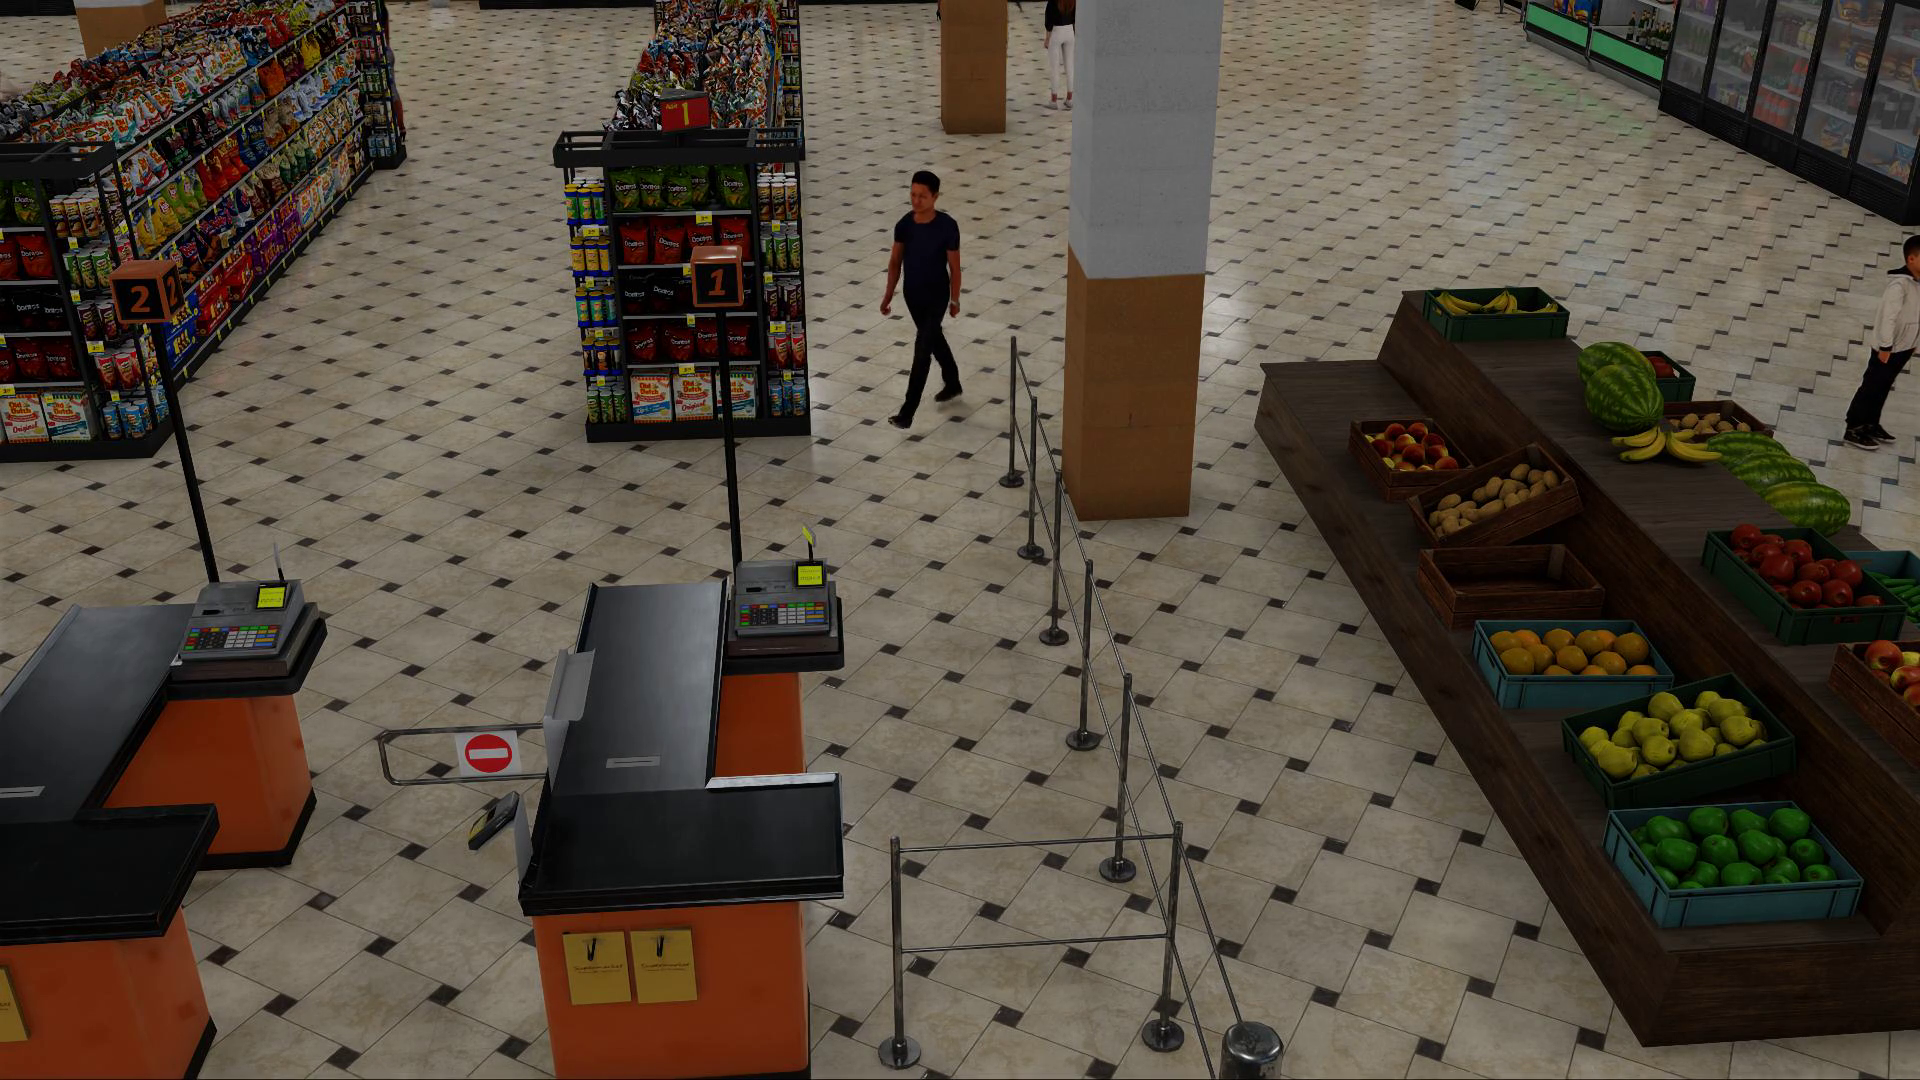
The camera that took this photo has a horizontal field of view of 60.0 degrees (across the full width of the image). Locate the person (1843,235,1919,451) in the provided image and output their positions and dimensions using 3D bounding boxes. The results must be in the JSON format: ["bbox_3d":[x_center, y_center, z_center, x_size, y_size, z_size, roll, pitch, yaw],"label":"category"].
[{"bbox_3d":[6.186,-1.324,11.040,0.650,1.452,0.671,-19,33,-33],"label":"person"}]

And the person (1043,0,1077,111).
[{"bbox_3d":[1.237,-6.119,20.217,0.652,1.704,0.624,-11,29,-21],"label":"person"}]

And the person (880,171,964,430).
[{"bbox_3d":[-0.172,-1.665,11.412,1.116,1.725,1.225,18,32,31],"label":"person"}]

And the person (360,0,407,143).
[{"bbox_3d":[-6.432,-5.305,18.527,0.698,1.781,0.546,5,27,10],"label":"person"}]
